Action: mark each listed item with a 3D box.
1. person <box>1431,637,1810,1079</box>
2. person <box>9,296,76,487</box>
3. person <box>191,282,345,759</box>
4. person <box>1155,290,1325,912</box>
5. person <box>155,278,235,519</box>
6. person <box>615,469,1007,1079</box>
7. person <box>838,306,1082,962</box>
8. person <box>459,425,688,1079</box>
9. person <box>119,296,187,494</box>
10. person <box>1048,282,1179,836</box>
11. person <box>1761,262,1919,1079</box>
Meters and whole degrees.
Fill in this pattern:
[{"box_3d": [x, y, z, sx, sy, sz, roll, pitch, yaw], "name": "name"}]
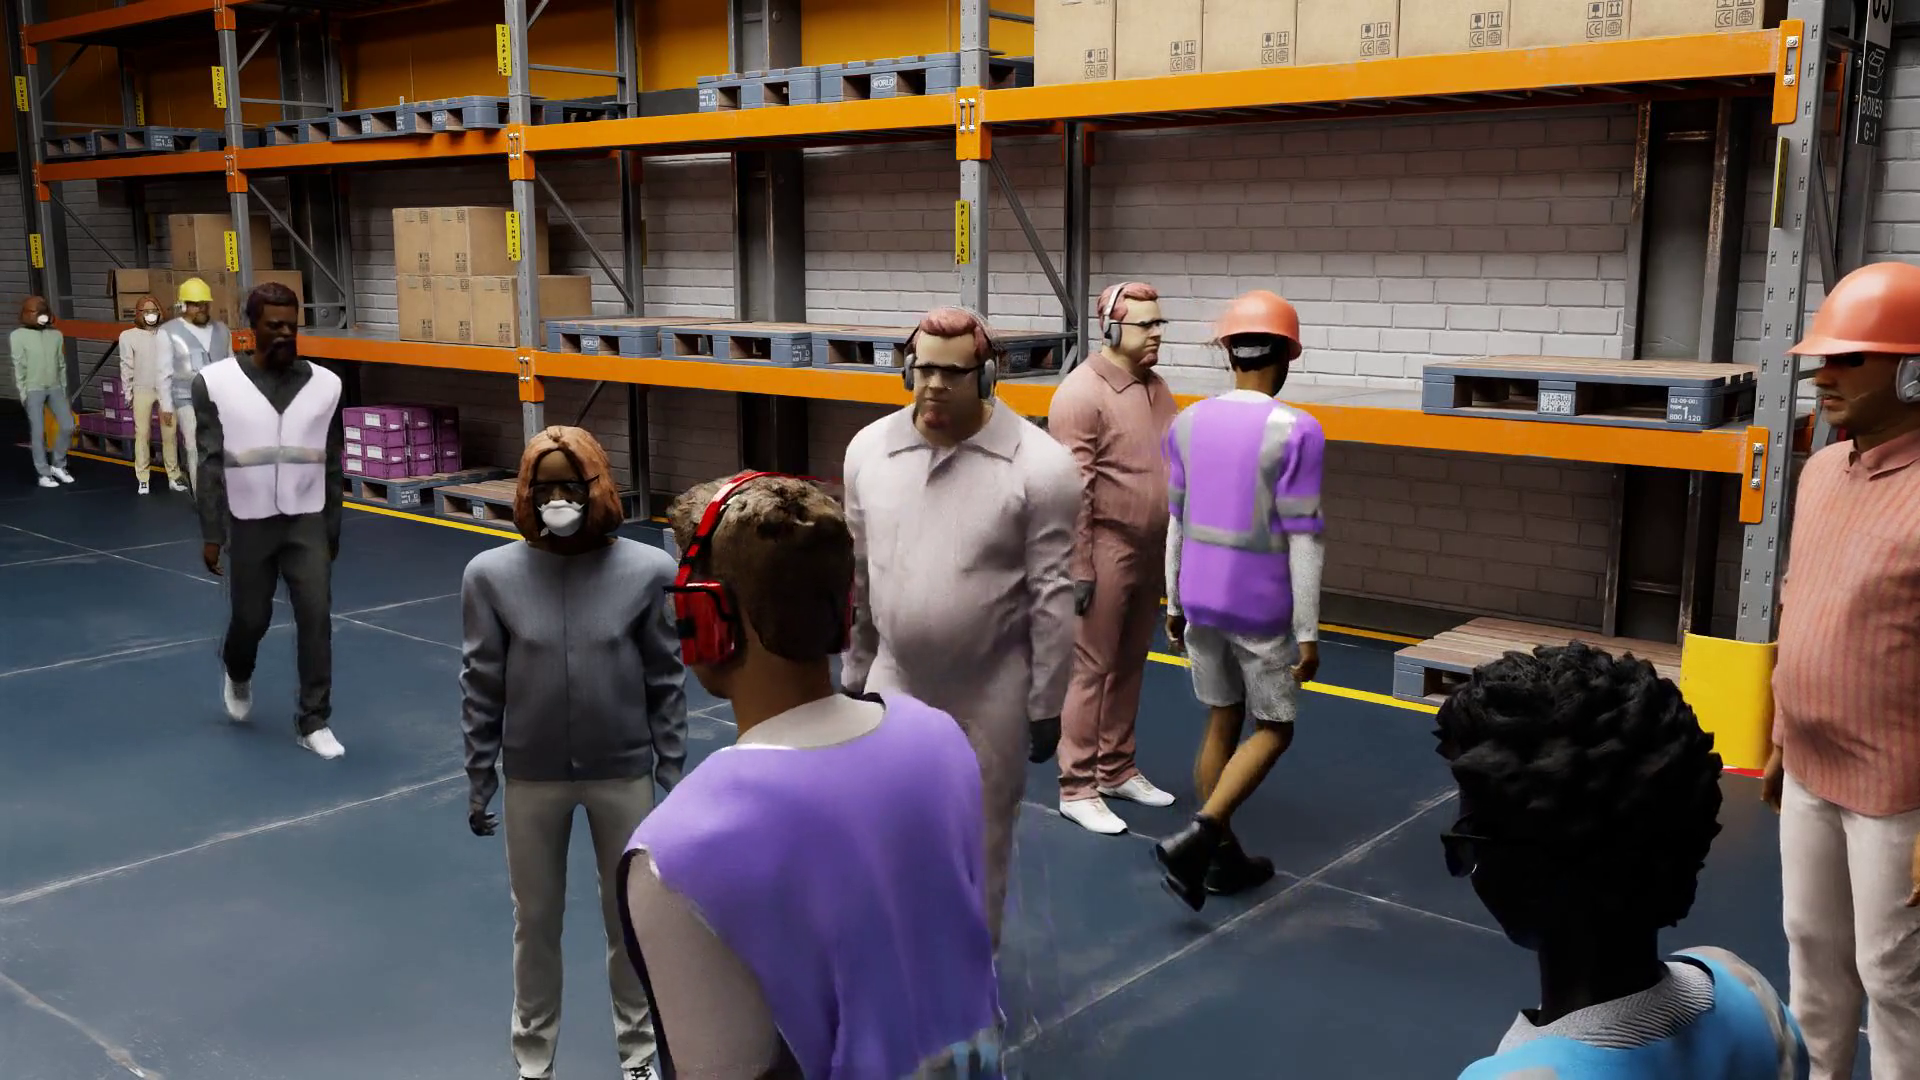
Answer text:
[{"box_3d": [0.539, 0.926, 1.497, 0.531, 1.692, 0.320, -10, 14, -44], "name": "person"}, {"box_3d": [-7.748, -1.246, 14.072, 0.336, 1.622, 0.510, 6, 12, 30], "name": "person"}, {"box_3d": [-2.782, -0.090, 6.713, 0.602, 1.894, 0.744, -8, 13, -38], "name": "person"}, {"box_3d": [0.808, 0.204, 5.025, 0.618, 1.903, 0.592, -10, 14, -44], "name": "person"}, {"box_3d": [-5.762, -1.067, 12.542, 0.673, 1.816, 0.596, 8, 13, 37], "name": "person"}, {"box_3d": [-0.096, 0.816, 1.908, 1.038, 1.783, 0.576, 7, 12, 36], "name": "person"}, {"box_3d": [-0.020, 0.351, 4.225, 0.665, 1.887, 0.425, 4, 11, 20], "name": "person"}, {"box_3d": [-0.874, 0.550, 3.809, 0.507, 1.632, 0.275, -2, 10, -10], "name": "person"}, {"box_3d": [-6.662, -1.201, 13.774, 0.499, 1.634, 0.279, -8, 13, -37], "name": "person"}, {"box_3d": [0.579, 0.056, 5.845, 0.400, 1.907, 0.644, 7, 12, 36], "name": "person"}, {"box_3d": [1.791, 0.456, 3.315, 0.395, 1.994, 0.613, -1, 10, -4], "name": "person"}]
